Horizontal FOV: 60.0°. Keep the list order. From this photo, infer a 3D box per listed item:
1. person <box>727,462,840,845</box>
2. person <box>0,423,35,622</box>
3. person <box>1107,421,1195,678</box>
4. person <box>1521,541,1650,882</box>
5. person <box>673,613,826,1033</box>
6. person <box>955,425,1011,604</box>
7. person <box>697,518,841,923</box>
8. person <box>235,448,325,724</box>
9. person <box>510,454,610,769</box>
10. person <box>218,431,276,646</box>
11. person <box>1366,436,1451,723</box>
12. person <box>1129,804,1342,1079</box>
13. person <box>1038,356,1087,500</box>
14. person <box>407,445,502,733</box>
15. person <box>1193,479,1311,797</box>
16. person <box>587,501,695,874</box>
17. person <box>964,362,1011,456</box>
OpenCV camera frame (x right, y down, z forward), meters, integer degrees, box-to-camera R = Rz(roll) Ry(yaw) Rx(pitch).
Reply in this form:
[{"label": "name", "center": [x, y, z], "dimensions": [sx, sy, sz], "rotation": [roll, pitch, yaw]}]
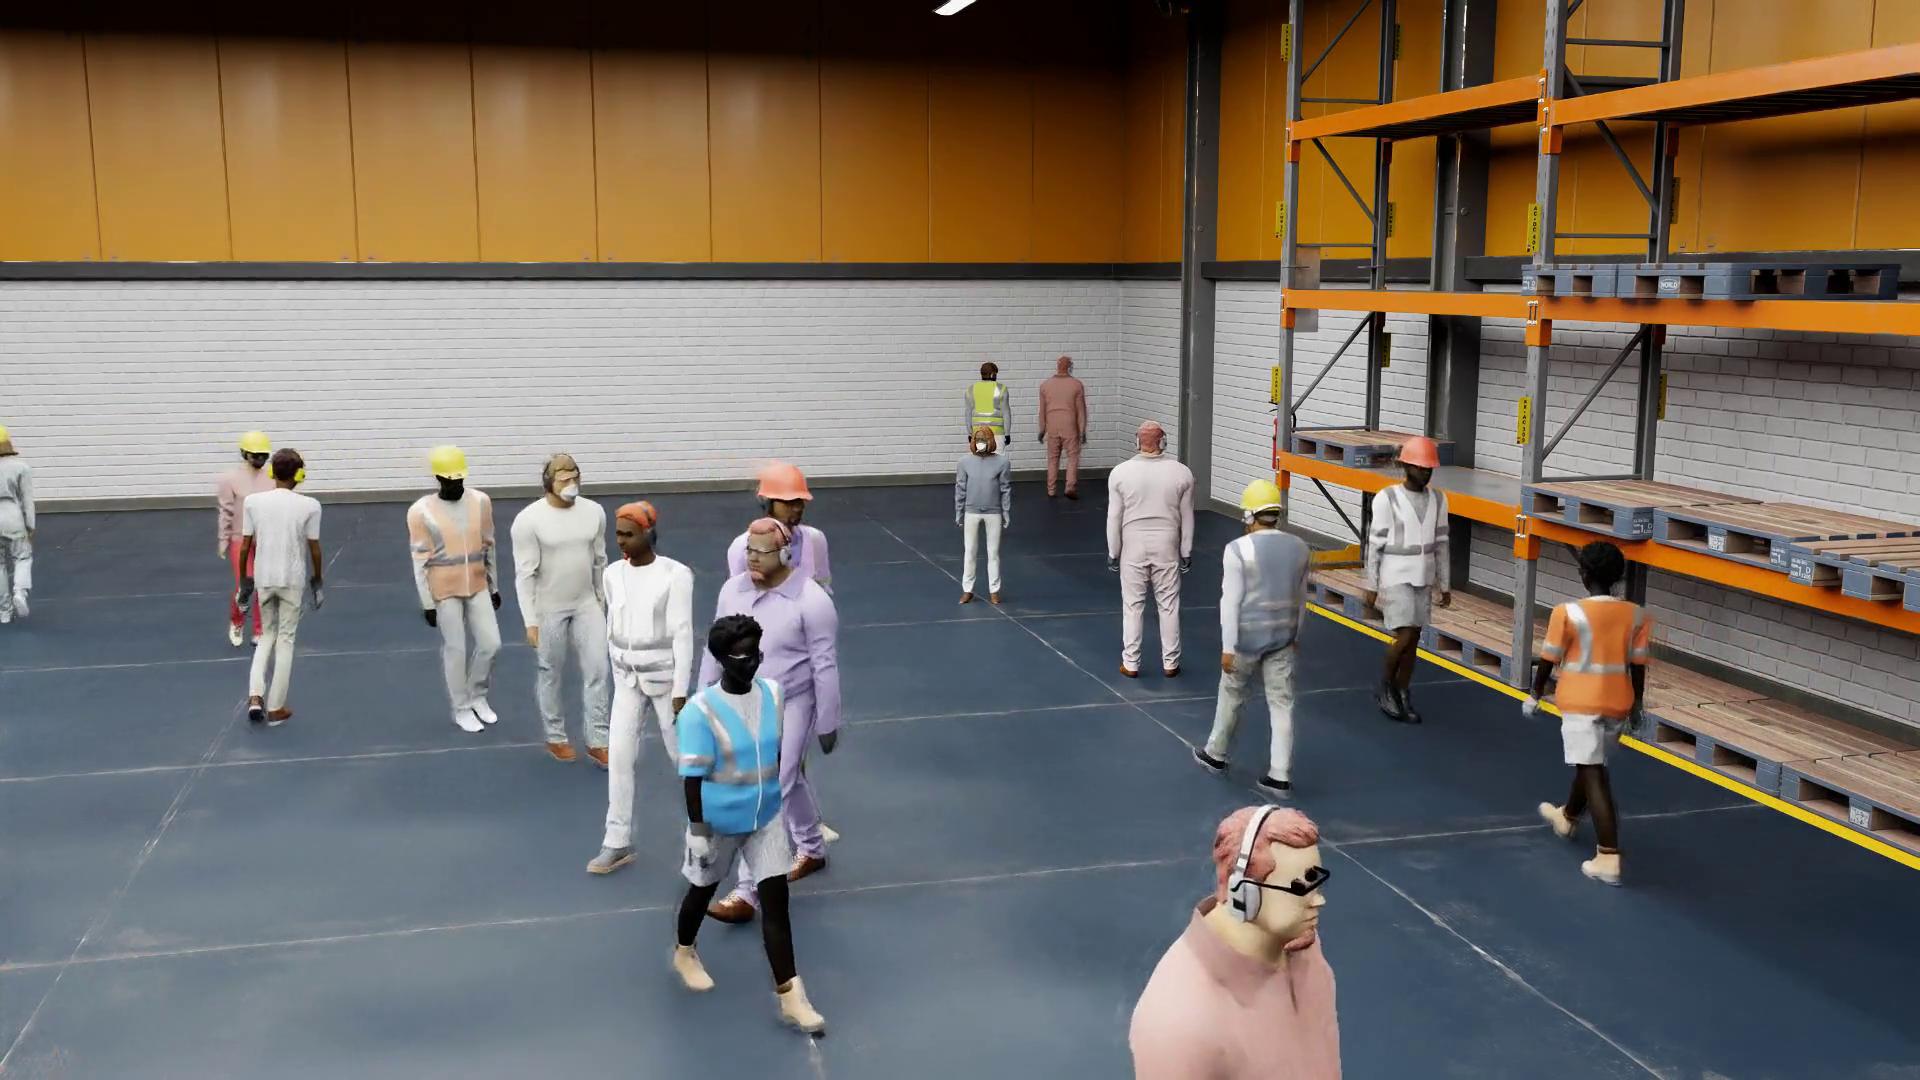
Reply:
[{"label": "person", "center": [-0.988, 0.562, 8.956], "dimensions": [0.620, 2.012, 0.993], "rotation": [-9, 12, -43]}, {"label": "person", "center": [-8.127, -0.130, 14.116], "dimensions": [0.488, 1.731, 0.530], "rotation": [-4, 10, -26]}, {"label": "person", "center": [1.401, 0.072, 12.298], "dimensions": [0.644, 1.905, 0.400], "rotation": [0, 9, 1]}, {"label": "person", "center": [3.161, 0.823, 8.391], "dimensions": [0.548, 1.641, 0.888], "rotation": [-3, 9, -16]}, {"label": "person", "center": [-0.908, 1.099, 6.677], "dimensions": [0.543, 1.649, 0.888], "rotation": [-8, 12, -42]}, {"label": "person", "center": [0.208, -0.228, 15.012], "dimensions": [0.507, 1.632, 0.267], "rotation": [1, 9, 5]}, {"label": "person", "center": [-0.923, 0.813, 7.854], "dimensions": [0.654, 1.847, 1.020], "rotation": [7, 11, 35]}, {"label": "person", "center": [-4.504, 0.307, 11.051], "dimensions": [0.554, 1.839, 0.408], "rotation": [-1, 9, -3]}, {"label": "person", "center": [-2.317, 0.445, 9.943], "dimensions": [0.648, 1.908, 0.806], "rotation": [-8, 12, -40]}, {"label": "person", "center": [-5.574, 0.007, 13.169], "dimensions": [0.542, 1.743, 0.380], "rotation": [-9, 13, -44]}, {"label": "person", "center": [2.988, 0.271, 10.989], "dimensions": [0.569, 1.922, 0.407], "rotation": [-3, 10, -21]}, {"label": "person", "center": [0.644, 1.479, 3.543], "dimensions": [0.462, 1.890, 0.679], "rotation": [7, 12, 39]}, {"label": "person", "center": [1.332, -1.466, 21.973], "dimensions": [0.701, 1.898, 0.543], "rotation": [4, 10, 25]}, {"label": "person", "center": [-3.233, 0.322, 10.738], "dimensions": [0.609, 1.902, 0.439], "rotation": [-9, 13, -43]}, {"label": "person", "center": [1.701, 0.540, 9.693], "dimensions": [0.628, 1.793, 0.857], "rotation": [-4, 10, -22]}, {"label": "person", "center": [-1.555, 0.708, 8.522], "dimensions": [0.594, 1.852, 0.936], "rotation": [4, 10, 25]}, {"label": "person", "center": [0.382, -1.387, 21.620], "dimensions": [0.620, 1.838, 0.430], "rotation": [3, 10, 21]}]
